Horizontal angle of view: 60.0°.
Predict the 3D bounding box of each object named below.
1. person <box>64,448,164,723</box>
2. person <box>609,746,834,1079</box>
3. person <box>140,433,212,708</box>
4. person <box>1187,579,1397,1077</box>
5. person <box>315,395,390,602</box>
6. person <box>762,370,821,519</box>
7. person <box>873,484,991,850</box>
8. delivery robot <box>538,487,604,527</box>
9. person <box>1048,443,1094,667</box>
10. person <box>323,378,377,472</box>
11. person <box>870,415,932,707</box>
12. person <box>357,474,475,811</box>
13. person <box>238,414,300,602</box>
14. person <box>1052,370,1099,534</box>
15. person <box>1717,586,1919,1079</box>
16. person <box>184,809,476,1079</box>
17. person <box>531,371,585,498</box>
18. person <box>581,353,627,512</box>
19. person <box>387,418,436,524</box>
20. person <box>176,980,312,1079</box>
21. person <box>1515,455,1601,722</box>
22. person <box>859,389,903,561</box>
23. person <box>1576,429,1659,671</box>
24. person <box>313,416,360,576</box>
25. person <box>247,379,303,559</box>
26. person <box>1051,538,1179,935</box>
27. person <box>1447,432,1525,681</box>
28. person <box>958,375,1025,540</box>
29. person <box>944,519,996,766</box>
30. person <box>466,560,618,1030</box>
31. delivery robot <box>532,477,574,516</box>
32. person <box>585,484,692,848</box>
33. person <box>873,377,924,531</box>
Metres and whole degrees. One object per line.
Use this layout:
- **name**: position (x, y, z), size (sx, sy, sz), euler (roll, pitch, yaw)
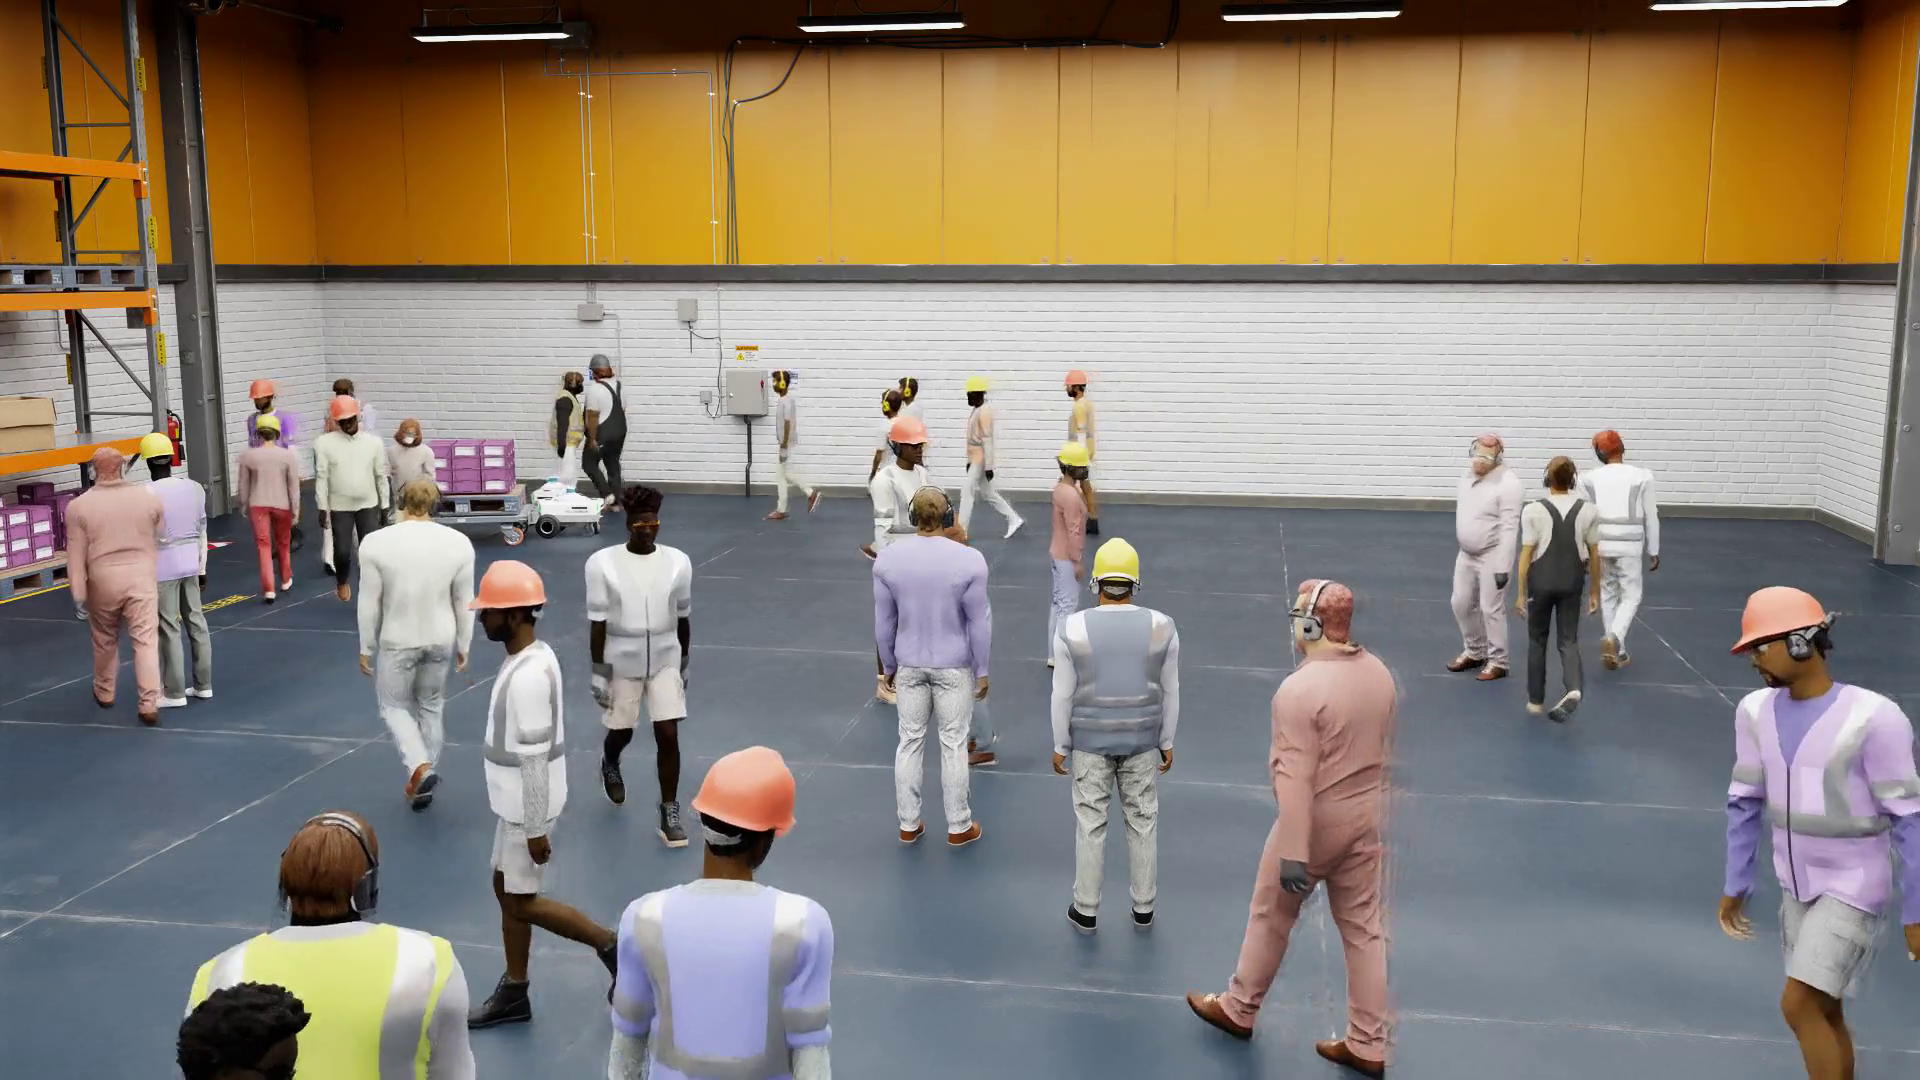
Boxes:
- **person**: position (-5.720, 0.296, 11.322), size (0.647, 1.852, 1.004), euler (-7, 11, -35)
- **person**: position (-0.595, 1.440, 4.179), size (0.581, 1.868, 1.057), euler (0, 9, 2)
- **person**: position (-5.513, 0.215, 11.596), size (0.384, 1.924, 0.589), euler (4, 10, 24)
- **person**: position (1.307, 1.071, 6.421), size (0.678, 1.870, 0.912), euler (-8, 12, -39)
- **person**: position (-5.383, -0.316, 14.748), size (0.637, 1.970, 0.583), euler (-5, 10, -27)
- **person**: position (-2.082, -1.165, 20.425), size (0.647, 1.848, 0.502), euler (-2, 9, -12)
- **person**: position (-0.139, 0.669, 8.738), size (0.631, 1.940, 0.372), euler (2, 9, 15)
- **delivery robot**: position (-4.466, -0.361, 19.117), size (0.707, 0.478, 0.477), euler (0, 9, -2)
- **person**: position (0.838, 0.147, 12.563), size (0.323, 1.758, 0.544), euler (-1, 9, -7)
- **person**: position (-6.985, -0.936, 19.032), size (0.649, 1.825, 0.450), euler (2, 9, 12)
- **person**: position (-0.367, 0.140, 11.695), size (0.393, 2.041, 0.613), euler (5, 11, 30)
- **person**: position (-3.011, 0.591, 9.288), size (0.648, 1.916, 0.601), euler (-6, 11, -33)
- **person**: position (-6.415, -0.307, 15.478), size (0.529, 1.713, 0.914), euler (-3, 10, -20)
- **person**: position (1.310, -0.999, 19.176), size (0.688, 1.913, 0.563), euler (3, 9, 15)
- **person**: position (2.843, 1.165, 5.546), size (0.585, 1.980, 0.711), euler (-3, 9, -15)
- **person**: position (-1.433, 1.529, 3.859), size (0.626, 1.803, 0.953), euler (-2, 9, -11)
- **person**: position (-4.975, -1.195, 20.698), size (0.618, 1.811, 0.651), euler (-1, 9, -8)
- **person**: position (-4.491, -1.349, 20.941), size (0.539, 2.000, 0.686), euler (5, 11, 30)
- **person**: position (-5.392, -0.414, 16.461), size (0.514, 1.603, 0.502), euler (1, 9, 4)
- **person**: position (-1.419, 1.699, 3.207), size (0.577, 1.656, 0.541), euler (-9, 13, -44)
- **person**: position (4.014, 0.349, 11.126), size (0.544, 1.818, 0.733), euler (2, 9, 9)
- **person**: position (-0.772, -0.624, 17.091), size (0.913, 1.826, 0.554), euler (7, 11, 37)
- **person**: position (4.952, 0.087, 12.616), size (0.615, 1.850, 0.710), euler (6, 11, 34)
- **person**: position (-6.254, -0.459, 16.761), size (0.516, 1.607, 0.767), euler (-1, 9, -9)
- **person**: position (-7.258, -0.745, 17.555), size (0.568, 1.918, 0.472), euler (3, 10, 17)
- **person**: position (0.703, 0.901, 7.624), size (0.591, 1.833, 0.403), euler (-1, 9, -6)
- **person**: position (3.902, 0.129, 12.297), size (0.502, 1.870, 0.668), euler (-4, 10, -24)
- **person**: position (0.274, -0.923, 18.765), size (0.931, 1.895, 0.597), euler (-1, 9, -4)
- **person**: position (0.000, 0.606, 10.149), size (0.471, 1.595, 0.532), euler (0, 9, -3)
- **person**: position (-1.649, 1.021, 6.624), size (0.717, 1.919, 0.549), euler (-2, 9, -13)
- **delivery robot**: position (-4.915, -0.524, 20.127), size (0.477, 0.478, 0.707), euler (1, 9, 4)
- **person**: position (-1.740, 0.633, 8.985), size (0.598, 1.932, 0.844), euler (-4, 10, -24)
- **person**: position (-0.534, -0.970, 19.271), size (0.918, 1.826, 0.530), euler (1, 9, 9)
